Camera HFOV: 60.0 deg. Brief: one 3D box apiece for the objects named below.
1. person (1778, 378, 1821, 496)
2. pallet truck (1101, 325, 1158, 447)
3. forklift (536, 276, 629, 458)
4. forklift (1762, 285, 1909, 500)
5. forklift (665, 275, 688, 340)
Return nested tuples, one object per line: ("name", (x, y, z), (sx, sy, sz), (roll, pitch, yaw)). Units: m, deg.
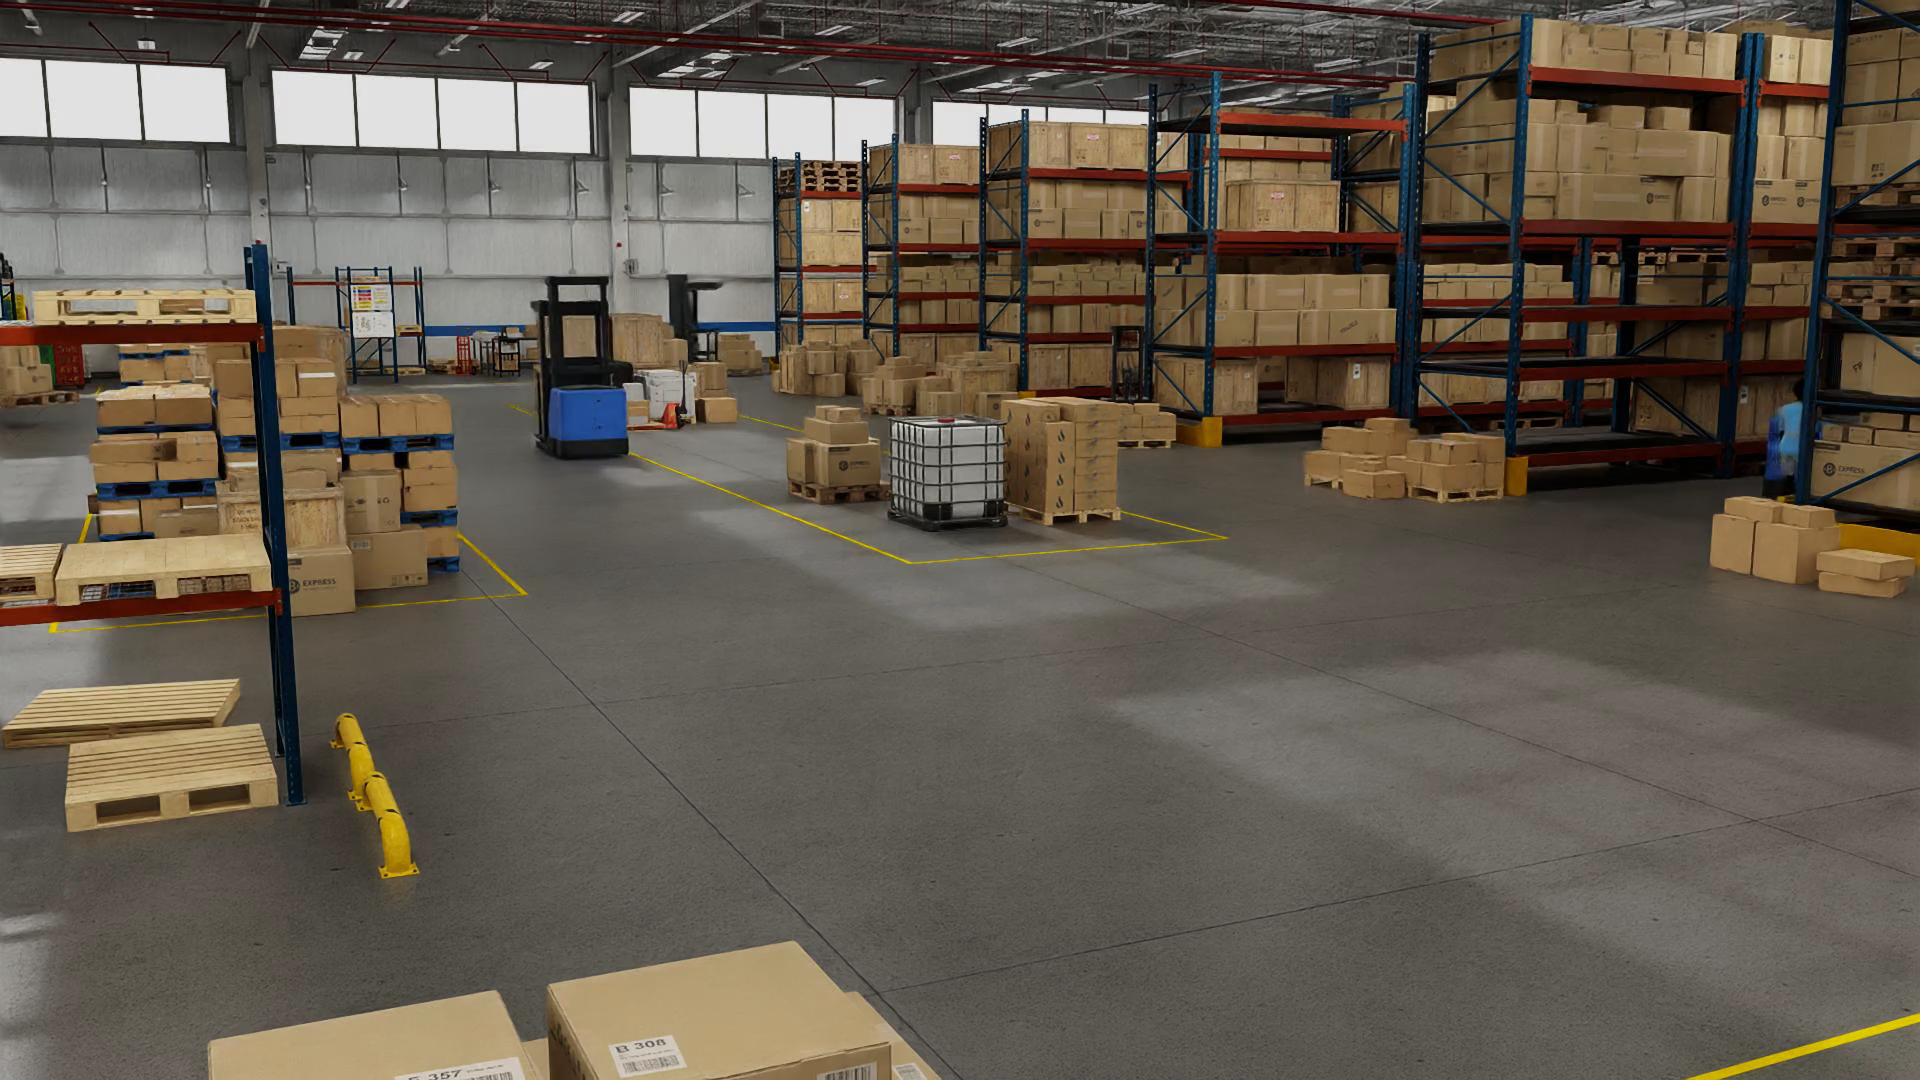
("person", (9.619, -1.016, 19.059), (0.367, 1.682, 0.552), (-5, 10, -27))
("pallet truck", (2.881, -2.596, 27.923), (0.823, 1.965, 1.885), (-1, 9, -7))
("forklift", (-5.984, -2.761, 26.216), (1.129, 2.768, 1.873), (-4, 10, -25))
("forklift", (11.060, -1.845, 20.534), (1.873, 2.768, 1.129), (-4, 10, -25))
("forklift", (-7.034, -5.233, 41.551), (1.873, 2.768, 1.129), (0, 9, 3))
